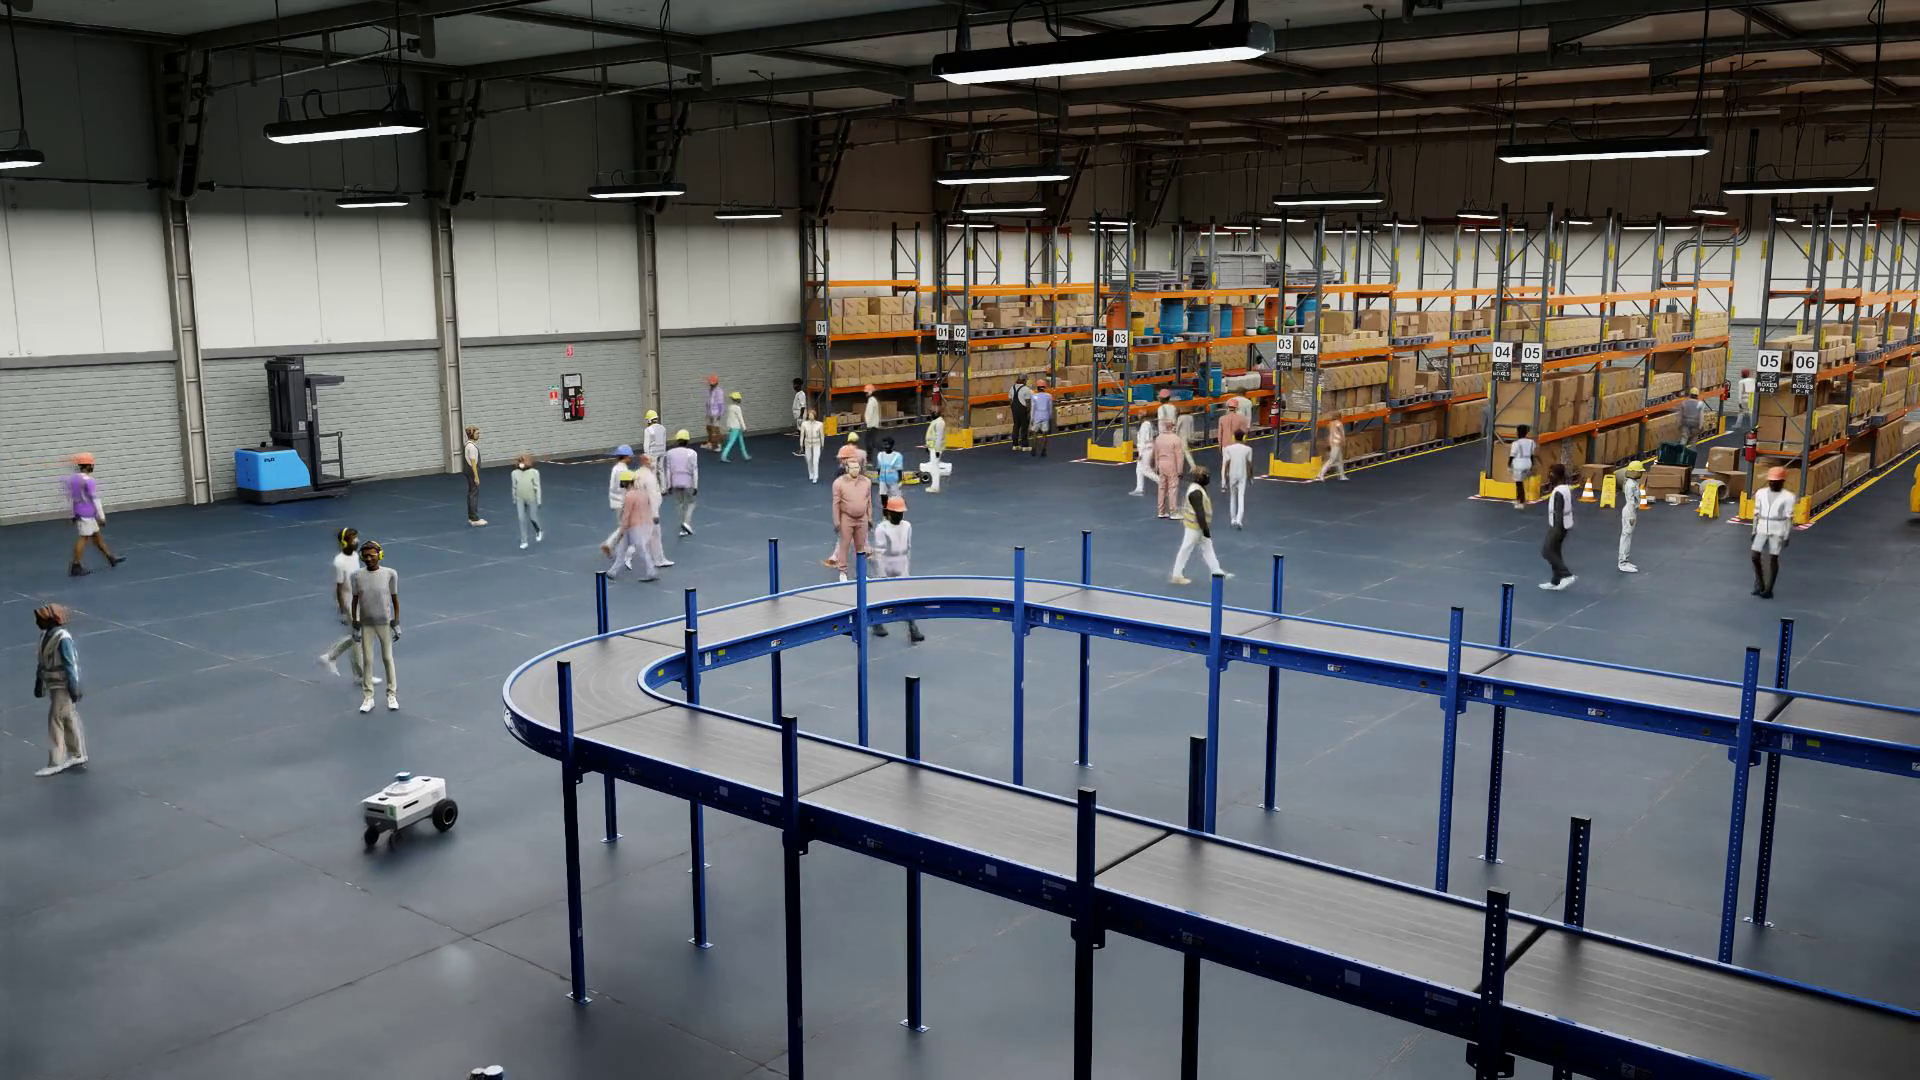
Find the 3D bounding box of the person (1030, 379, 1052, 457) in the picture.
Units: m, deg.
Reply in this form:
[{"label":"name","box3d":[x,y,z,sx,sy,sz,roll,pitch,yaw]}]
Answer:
[{"label":"person","box3d":[2.025,-3.065,39.279,0.553,1.934,0.397,-2,10,-10]}]

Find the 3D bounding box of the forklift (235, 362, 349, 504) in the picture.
[{"label":"forklift","box3d":[-13.803,-2.244,32.110,1.129,2.768,1.873,8,13,37]}]

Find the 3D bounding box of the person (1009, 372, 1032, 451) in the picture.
[{"label":"person","box3d":[1.626,-3.318,40.518,0.536,2.000,0.688,-10,14,-44]}]

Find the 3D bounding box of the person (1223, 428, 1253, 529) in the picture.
[{"label":"person","box3d":[5.114,-1.141,28.748,0.535,1.836,0.932,2,10,11]}]

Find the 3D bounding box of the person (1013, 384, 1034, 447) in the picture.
[{"label":"person","box3d":[1.663,-3.361,41.288,0.608,1.804,0.444,7,12,36]}]

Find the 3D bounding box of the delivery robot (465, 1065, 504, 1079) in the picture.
[{"label":"delivery robot","box3d":[-2.504,2.952,8.409,0.335,0.223,0.698,-7,12,-35]}]

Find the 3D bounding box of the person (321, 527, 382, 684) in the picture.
[{"label":"person","box3d":[-7.062,0.750,18.040,0.633,1.850,0.535,0,10,1]}]

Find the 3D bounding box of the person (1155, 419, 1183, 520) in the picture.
[{"label":"person","box3d":[3.993,-1.347,29.678,0.401,1.910,0.640,-8,13,-38]}]

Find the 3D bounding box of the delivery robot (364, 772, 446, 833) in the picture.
[{"label":"delivery robot","box3d":[-4.711,2.216,13.288,0.477,0.478,0.707,4,11,22]}]

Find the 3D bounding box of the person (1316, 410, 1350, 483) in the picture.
[{"label":"person","box3d":[8.277,-2.084,34.675,0.807,1.597,0.567,-2,10,-13]}]

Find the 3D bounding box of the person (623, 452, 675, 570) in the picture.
[{"label":"person","box3d":[-4.989,-0.462,24.798,0.855,1.875,0.648,-5,11,-27]}]

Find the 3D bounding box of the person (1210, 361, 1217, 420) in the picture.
[{"label":"person","box3d":[7.905,-4.650,48.514,0.589,1.816,0.775,10,14,43]}]

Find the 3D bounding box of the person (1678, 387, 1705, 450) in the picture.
[{"label":"person","box3d":[17.918,-2.841,38.372,0.600,1.814,0.698,7,12,36]}]

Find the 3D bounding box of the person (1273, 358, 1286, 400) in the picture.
[{"label":"person","box3d":[10.994,-5.548,53.248,0.784,1.940,0.503,3,11,18]}]

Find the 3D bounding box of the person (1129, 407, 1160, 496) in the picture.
[{"label":"person","box3d":[3.922,-1.830,32.517,0.719,1.864,0.586,1,10,6]}]

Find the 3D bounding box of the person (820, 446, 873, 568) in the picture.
[{"label":"person","box3d":[-1.797,-0.554,25.126,1.047,1.943,0.646,-8,13,-36]}]

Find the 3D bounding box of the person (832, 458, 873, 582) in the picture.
[{"label":"person","box3d":[-1.617,-0.304,23.812,0.652,1.906,0.403,-5,11,-27]}]

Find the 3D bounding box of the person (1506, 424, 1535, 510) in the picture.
[{"label":"person","box3d":[10.995,-1.449,30.872,0.558,1.671,0.656,-5,11,-26]}]

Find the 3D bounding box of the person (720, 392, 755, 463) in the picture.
[{"label":"person","box3d":[-5.449,-2.728,37.998,0.920,1.722,0.527,-5,11,-24]}]

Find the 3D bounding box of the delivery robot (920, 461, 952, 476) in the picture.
[{"label":"delivery robot","box3d":[-0.527,-1.586,34.686,0.707,0.478,0.477,0,10,-1]}]

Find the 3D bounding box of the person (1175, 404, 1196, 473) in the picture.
[{"label":"person","box3d":[5.231,-2.356,36.243,0.508,1.599,0.828,-9,13,-41]}]

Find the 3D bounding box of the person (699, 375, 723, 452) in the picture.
[{"label":"person","box3d":[-6.377,-3.263,40.215,0.811,2.002,0.400,10,14,44]}]

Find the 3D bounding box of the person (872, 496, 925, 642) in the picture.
[{"label":"person","box3d":[-0.838,0.360,20.150,0.567,1.882,1.014,-7,12,-34]}]

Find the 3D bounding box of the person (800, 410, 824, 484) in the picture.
[{"label":"person","box3d":[-3.277,-2.100,34.756,0.525,1.615,0.737,0,10,0]}]

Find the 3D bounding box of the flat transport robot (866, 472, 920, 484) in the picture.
[{"label":"flat transport robot","box3d":[-1.608,-1.389,34.638,1.431,0.197,0.652,0,10,-1]}]

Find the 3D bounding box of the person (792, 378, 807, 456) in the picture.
[{"label":"person","box3d":[-4.043,-3.114,39.455,0.367,1.967,0.602,-2,10,-11]}]

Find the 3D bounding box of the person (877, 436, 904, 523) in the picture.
[{"label":"person","box3d":[-1.273,-1.101,28.938,0.538,1.678,0.613,4,11,24]}]

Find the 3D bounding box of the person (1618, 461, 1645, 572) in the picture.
[{"label":"person","box3d":[10.626,-0.387,24.738,0.295,1.744,0.484,4,11,21]}]

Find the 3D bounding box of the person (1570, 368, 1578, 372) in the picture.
[{"label":"person","box3d":[19.022,-4.521,48.395,0.503,1.613,0.679,-6,12,-30]}]

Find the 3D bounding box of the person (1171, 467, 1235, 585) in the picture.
[{"label":"person","box3d":[3.648,-0.204,23.554,0.965,1.791,0.624,3,11,17]}]

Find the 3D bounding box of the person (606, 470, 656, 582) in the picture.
[{"label":"person","box3d":[-5.061,-0.207,23.771,0.895,1.712,0.547,-2,10,-9]}]

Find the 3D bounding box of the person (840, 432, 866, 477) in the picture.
[{"label":"person","box3d":[-1.983,-1.115,28.807,0.538,1.743,0.446,-5,11,-25]}]

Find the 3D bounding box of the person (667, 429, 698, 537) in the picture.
[{"label":"person","box3d":[-4.909,-1.010,27.775,0.589,1.915,0.411,2,10,9]}]

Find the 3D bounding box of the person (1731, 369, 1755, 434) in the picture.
[{"label":"person","box3d":[22.426,-3.953,44.567,0.681,1.824,0.989,0,10,-1]}]

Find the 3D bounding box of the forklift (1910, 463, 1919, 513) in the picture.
[{"label":"forklift","box3d":[19.034,-1.348,28.998,2.313,2.155,1.214,8,13,37]}]

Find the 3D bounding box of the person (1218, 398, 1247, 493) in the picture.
[{"label":"person","box3d":[5.760,-1.998,33.092,0.612,1.997,0.376,5,11,24]}]

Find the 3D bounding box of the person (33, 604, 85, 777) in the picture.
[{"label":"person","box3d":[-8.672,1.423,14.852,0.547,1.621,0.603,8,13,39]}]

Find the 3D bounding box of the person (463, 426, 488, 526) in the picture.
[{"label":"person","box3d":[-9.002,-1.193,28.987,0.336,1.845,0.514,-5,11,-26]}]

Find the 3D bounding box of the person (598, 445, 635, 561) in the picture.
[{"label":"person","box3d":[-5.525,-0.578,25.332,0.649,1.915,0.628,-5,11,-26]}]

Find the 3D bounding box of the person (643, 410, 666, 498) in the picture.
[{"label":"person","box3d":[-6.308,-1.765,32.274,0.403,1.824,0.599,6,12,30]}]

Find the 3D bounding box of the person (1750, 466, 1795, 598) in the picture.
[{"label":"person","box3d":[11.714,-0.106,22.637,0.496,1.924,0.569,-9,13,-40]}]

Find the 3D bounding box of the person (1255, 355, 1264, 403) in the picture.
[{"label":"person","box3d":[10.304,-5.589,54.254,0.543,1.640,0.844,-5,11,-26]}]

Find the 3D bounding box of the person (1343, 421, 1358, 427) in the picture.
[{"label":"person","box3d":[11.650,-4.328,46.452,0.450,1.931,0.672,-4,11,-22]}]

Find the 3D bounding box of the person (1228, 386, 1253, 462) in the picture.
[{"label":"person","box3d":[6.738,-2.781,37.825,0.641,1.894,1.039,5,11,28]}]

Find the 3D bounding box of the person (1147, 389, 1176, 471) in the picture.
[{"label":"person","box3d":[4.566,-2.406,35.386,0.640,1.991,1.016,-9,14,-42]}]

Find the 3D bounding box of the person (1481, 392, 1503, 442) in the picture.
[{"label":"person","box3d":[12.222,-2.419,35.738,0.635,1.910,0.953,7,12,34]}]

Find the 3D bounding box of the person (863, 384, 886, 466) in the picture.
[{"label":"person","box3d":[-2.043,-2.744,37.349,0.661,1.972,0.629,0,10,-2]}]

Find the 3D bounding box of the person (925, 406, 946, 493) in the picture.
[{"label":"person","box3d":[-0.526,-1.934,33.189,0.442,1.840,0.637,-1,10,-6]}]

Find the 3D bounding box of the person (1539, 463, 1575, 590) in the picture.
[{"label":"person","box3d":[8.868,-0.194,23.219,0.436,1.901,0.597,5,11,27]}]

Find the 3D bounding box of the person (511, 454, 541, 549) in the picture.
[{"label":"person","box3d":[-7.413,-0.691,26.799,0.511,1.613,0.550,1,10,4]}]

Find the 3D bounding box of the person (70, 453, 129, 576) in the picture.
[{"label":"person","box3d":[-13.568,-0.427,24.526,0.571,1.890,0.984,7,12,36]}]

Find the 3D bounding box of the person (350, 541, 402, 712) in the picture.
[{"label":"person","box3d":[-6.345,0.925,16.994,0.520,1.871,0.326,-3,10,-15]}]
